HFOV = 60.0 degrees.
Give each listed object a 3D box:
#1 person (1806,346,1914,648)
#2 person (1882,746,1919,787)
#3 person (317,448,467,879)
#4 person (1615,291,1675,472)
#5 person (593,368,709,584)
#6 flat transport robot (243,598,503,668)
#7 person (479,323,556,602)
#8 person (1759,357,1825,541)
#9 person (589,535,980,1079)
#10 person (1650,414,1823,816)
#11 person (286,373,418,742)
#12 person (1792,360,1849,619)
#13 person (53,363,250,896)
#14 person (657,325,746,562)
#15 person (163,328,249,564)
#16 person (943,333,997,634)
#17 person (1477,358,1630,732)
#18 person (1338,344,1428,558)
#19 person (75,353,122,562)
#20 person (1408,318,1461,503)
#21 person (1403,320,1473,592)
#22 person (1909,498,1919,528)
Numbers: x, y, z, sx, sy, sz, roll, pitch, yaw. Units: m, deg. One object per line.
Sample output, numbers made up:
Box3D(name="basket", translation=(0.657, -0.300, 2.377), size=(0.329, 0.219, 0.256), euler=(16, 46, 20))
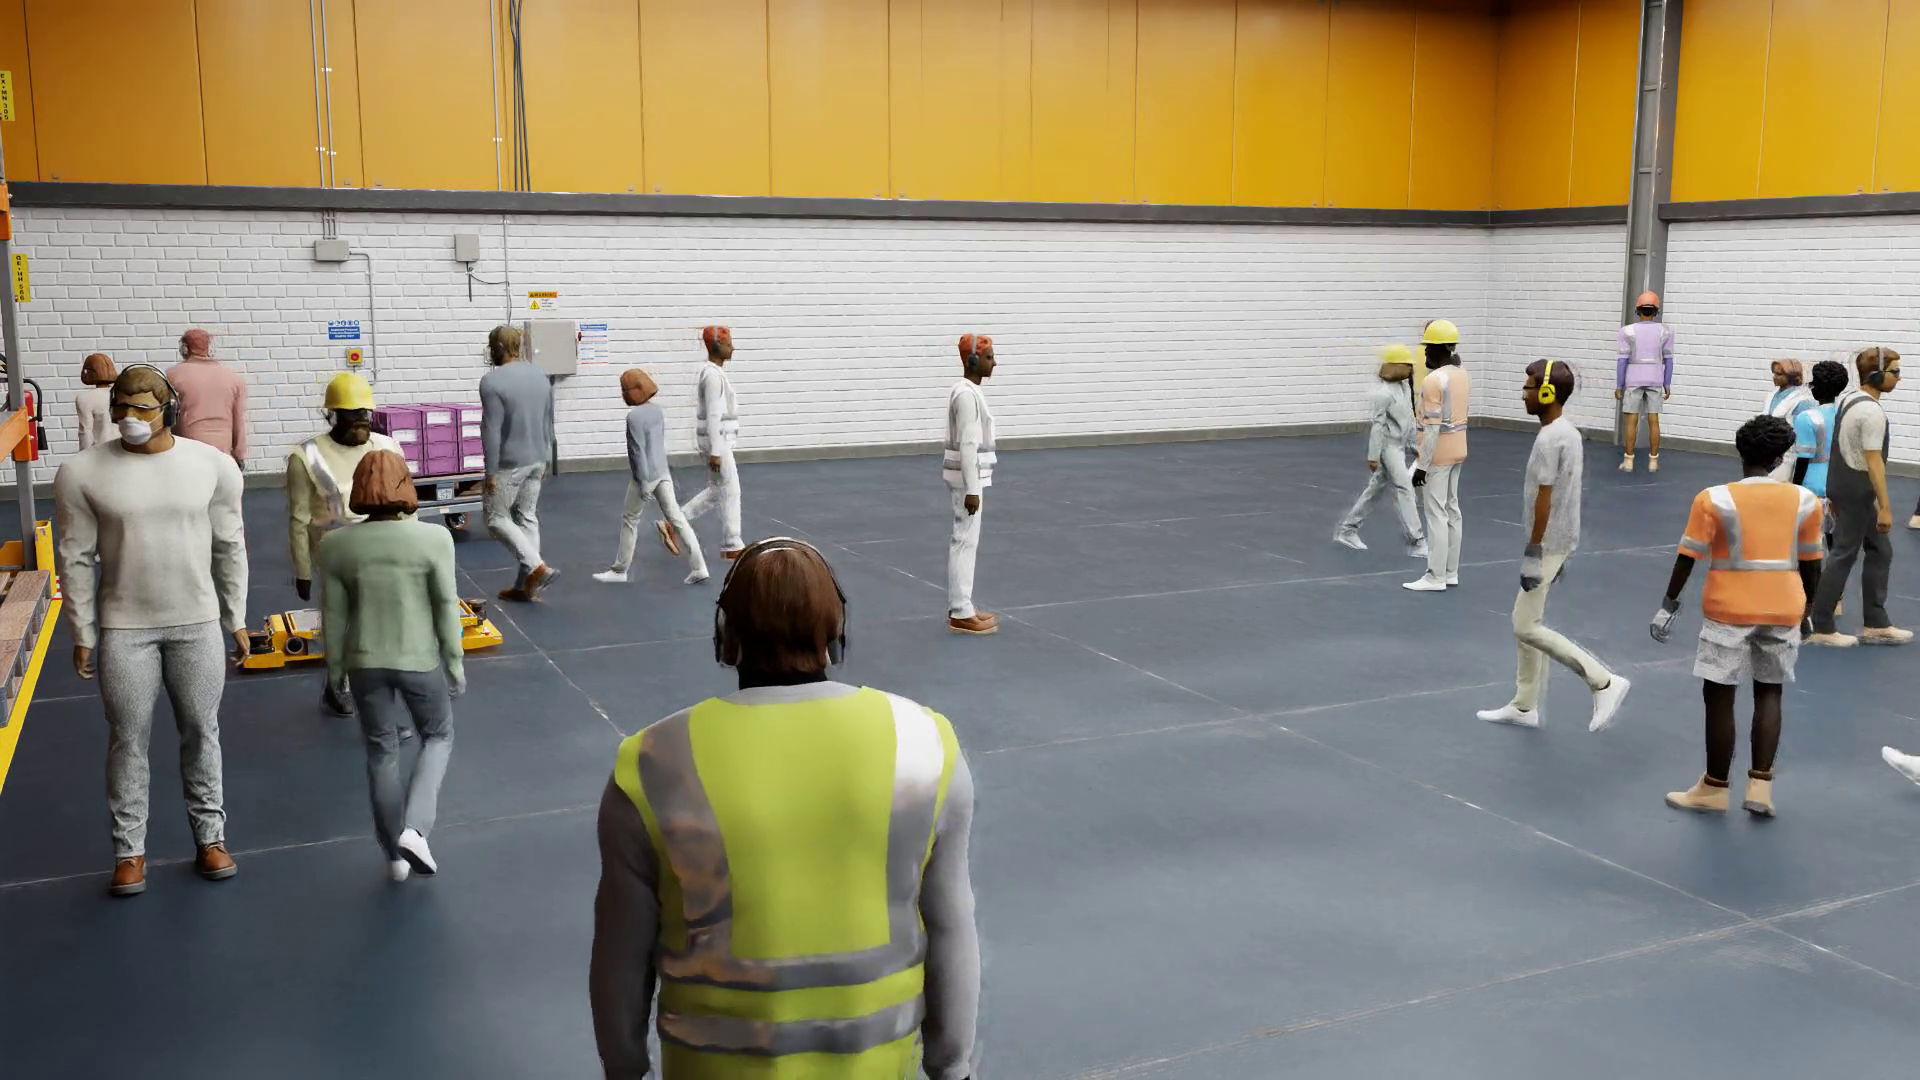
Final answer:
Box3D(name="person", translation=(5.481, -0.236, 9.915), size=(0.753, 1.820, 0.552), euler=(3, 10, 16))
Box3D(name="person", translation=(4.272, 0.271, 6.780), size=(0.499, 1.817, 0.969), euler=(-6, 11, -32))
Box3D(name="person", translation=(-2.091, 0.471, 6.138), size=(0.513, 1.618, 0.368), euler=(-1, 9, -4))
Box3D(name="person", translation=(7.743, -1.786, 18.851), size=(0.605, 2.045, 0.378), euler=(2, 9, 13))
Box3D(name="person", translation=(-2.222, -0.449, 11.990), size=(0.887, 1.583, 0.511), euler=(4, 10, 21))
Box3D(name="flat transport robot", translation=(-3.517, 0.539, 9.916), size=(1.431, 0.197, 0.652), euler=(-4, 10, -25))
Box3D(name="person", translation=(-2.994, -0.504, 11.291), size=(0.484, 1.919, 0.657), euler=(5, 10, 28))
Box3D(name="person", translation=(6.483, -0.630, 13.044), size=(0.769, 1.610, 0.520), euler=(-1, 9, -4))
Box3D(name="person", translation=(-0.338, 0.881, 3.016), size=(0.654, 1.811, 0.848), euler=(-3, 10, -17))
Box3D(name="person", translation=(3.231, 0.324, 6.896), size=(0.663, 1.682, 0.364), euler=(0, 9, -2))
Box3D(name="person", translation=(-2.995, 0.065, 8.207), size=(0.951, 1.788, 0.593), euler=(7, 12, 39))
Box3D(name="person", translation=(5.578, -0.311, 10.774), size=(0.529, 1.697, 0.321), euler=(-3, 10, -20))
Box3D(name="person", translation=(-2.938, 0.321, 6.118), size=(0.630, 1.936, 0.369), euler=(-5, 10, -29))
Box3D(name="person", translation=(-1.959, -0.738, 12.930), size=(0.752, 1.863, 0.583), euler=(-1, 9, -8))
Box3D(name="person", translation=(-5.700, -0.667, 12.558), size=(0.957, 1.855, 0.637), euler=(5, 10, 29))
Box3D(name="person", translation=(0.063, -0.357, 10.483), size=(0.337, 1.883, 0.584), euler=(0, 9, 0))
Box3D(name="person", translation=(2.913, 0.046, 8.099), size=(0.635, 1.850, 0.530), euler=(5, 10, 26))
Box3D(name="person", translation=(3.456, -0.724, 13.347), size=(0.931, 1.697, 0.492), euler=(6, 11, 33))
Box3D(name="person", translation=(-6.664, -0.639, 13.001), size=(0.286, 1.636, 0.499), euler=(4, 10, 22))
Box3D(name="person", translation=(4.522, -1.187, 15.815), size=(0.477, 1.828, 0.629), euler=(-3, 10, -19))
Box3D(name="person", translation=(3.392, -0.592, 11.806), size=(0.369, 1.928, 0.586), euler=(8, 12, 40))
Box3D(name="person", translation=(8.821, -1.059, 14.353), size=(1.015, 2.000, 0.688), euler=(1, 9, 7))
